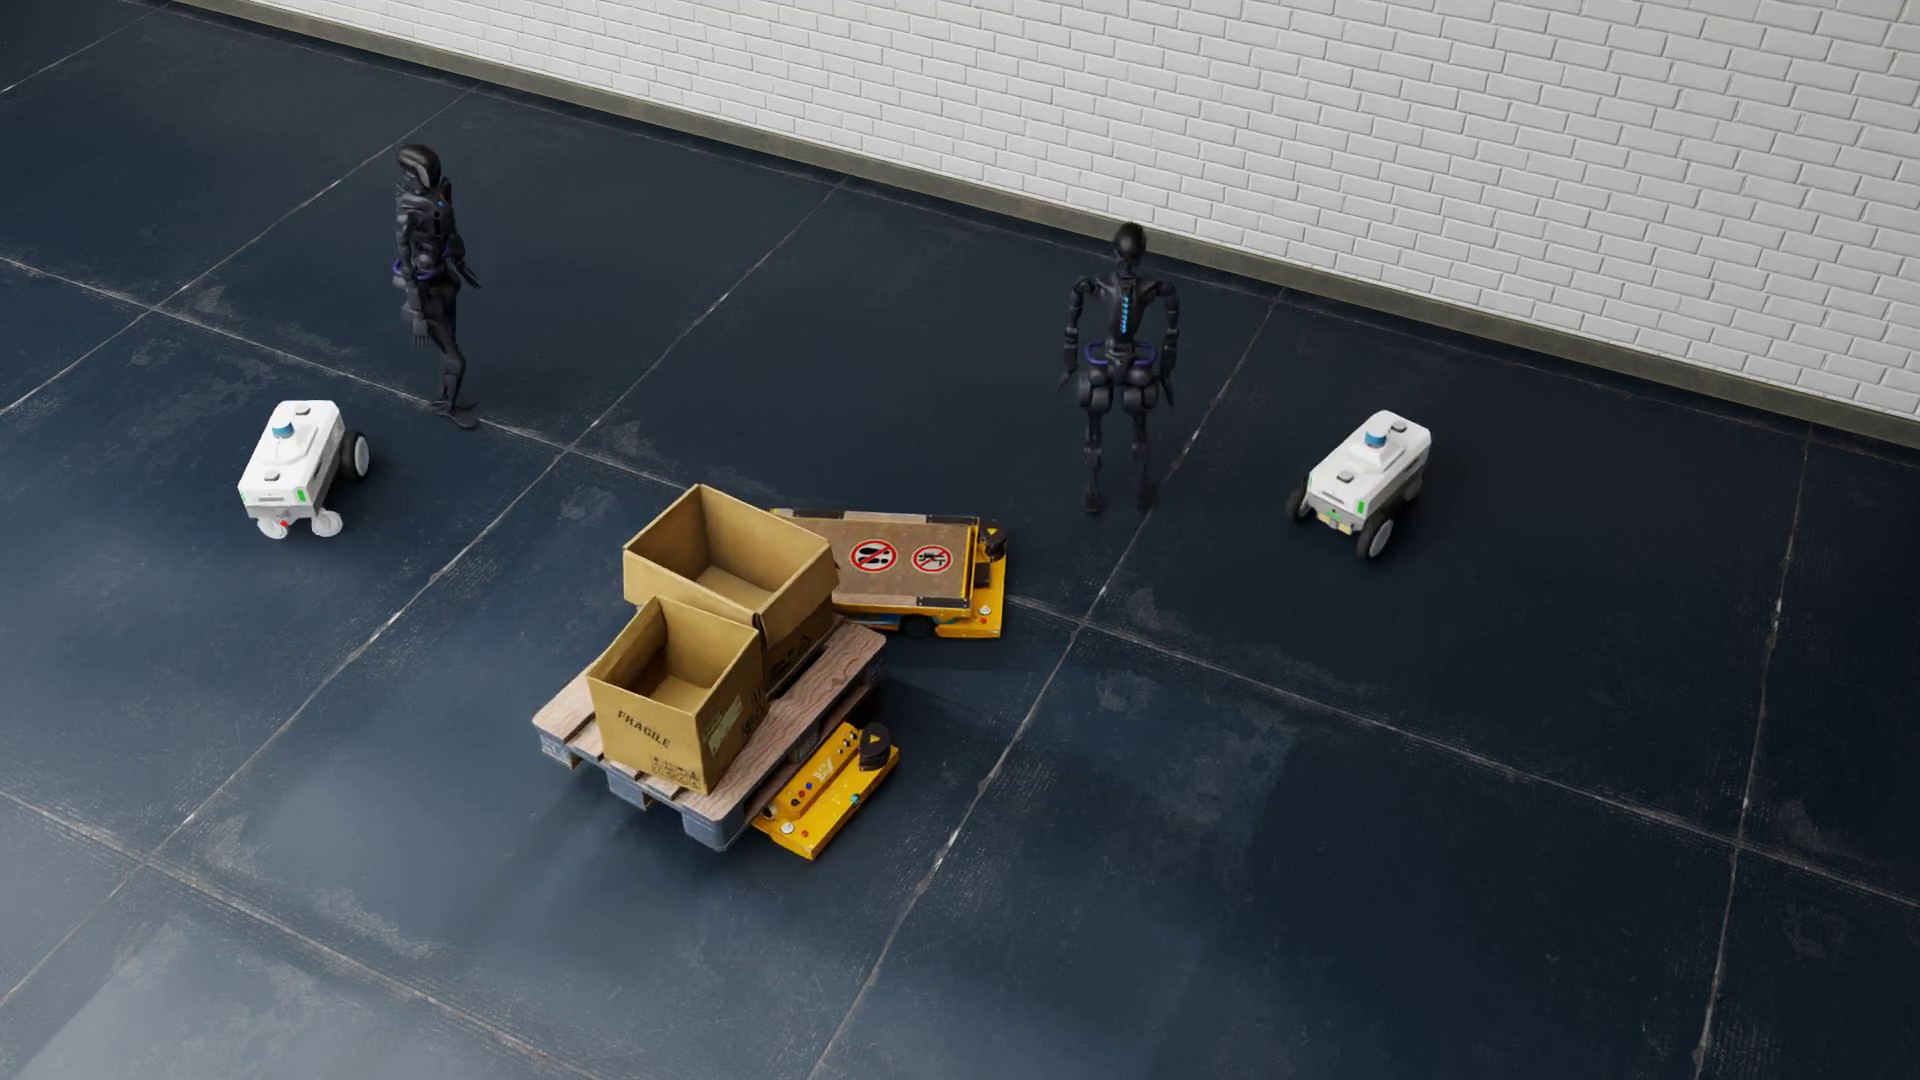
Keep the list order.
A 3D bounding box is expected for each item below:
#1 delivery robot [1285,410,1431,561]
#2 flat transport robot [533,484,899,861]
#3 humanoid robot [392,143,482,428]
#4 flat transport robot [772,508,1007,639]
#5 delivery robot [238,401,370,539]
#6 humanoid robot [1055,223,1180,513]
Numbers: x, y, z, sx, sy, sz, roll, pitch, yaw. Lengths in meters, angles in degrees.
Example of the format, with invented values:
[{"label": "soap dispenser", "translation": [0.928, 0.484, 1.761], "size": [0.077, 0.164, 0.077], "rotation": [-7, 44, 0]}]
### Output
[{"label": "delivery robot", "translation": [2.050, -0.327, 8.380], "size": [0.499, 0.571, 0.756], "rotation": [31, 51, 29]}, {"label": "flat transport robot", "translation": [-1.038, 0.833, 7.356], "size": [1.431, 0.231, 0.659], "rotation": [23, 48, 23]}, {"label": "humanoid robot", "translation": [-2.748, -1.325, 8.654], "size": [0.411, 1.642, 0.597], "rotation": [8, 43, 9]}, {"label": "flat transport robot", "translation": [-0.499, 0.159, 8.084], "size": [1.431, 0.231, 0.659], "rotation": [3, 43, 3]}, {"label": "delivery robot", "translation": [-3.362, -0.389, 8.449], "size": [0.512, 0.574, 0.744], "rotation": [0, 43, 0]}, {"label": "humanoid robot", "translation": [0.762, -0.813, 8.098], "size": [0.586, 1.654, 0.329], "rotation": [0, 43, 0]}]
